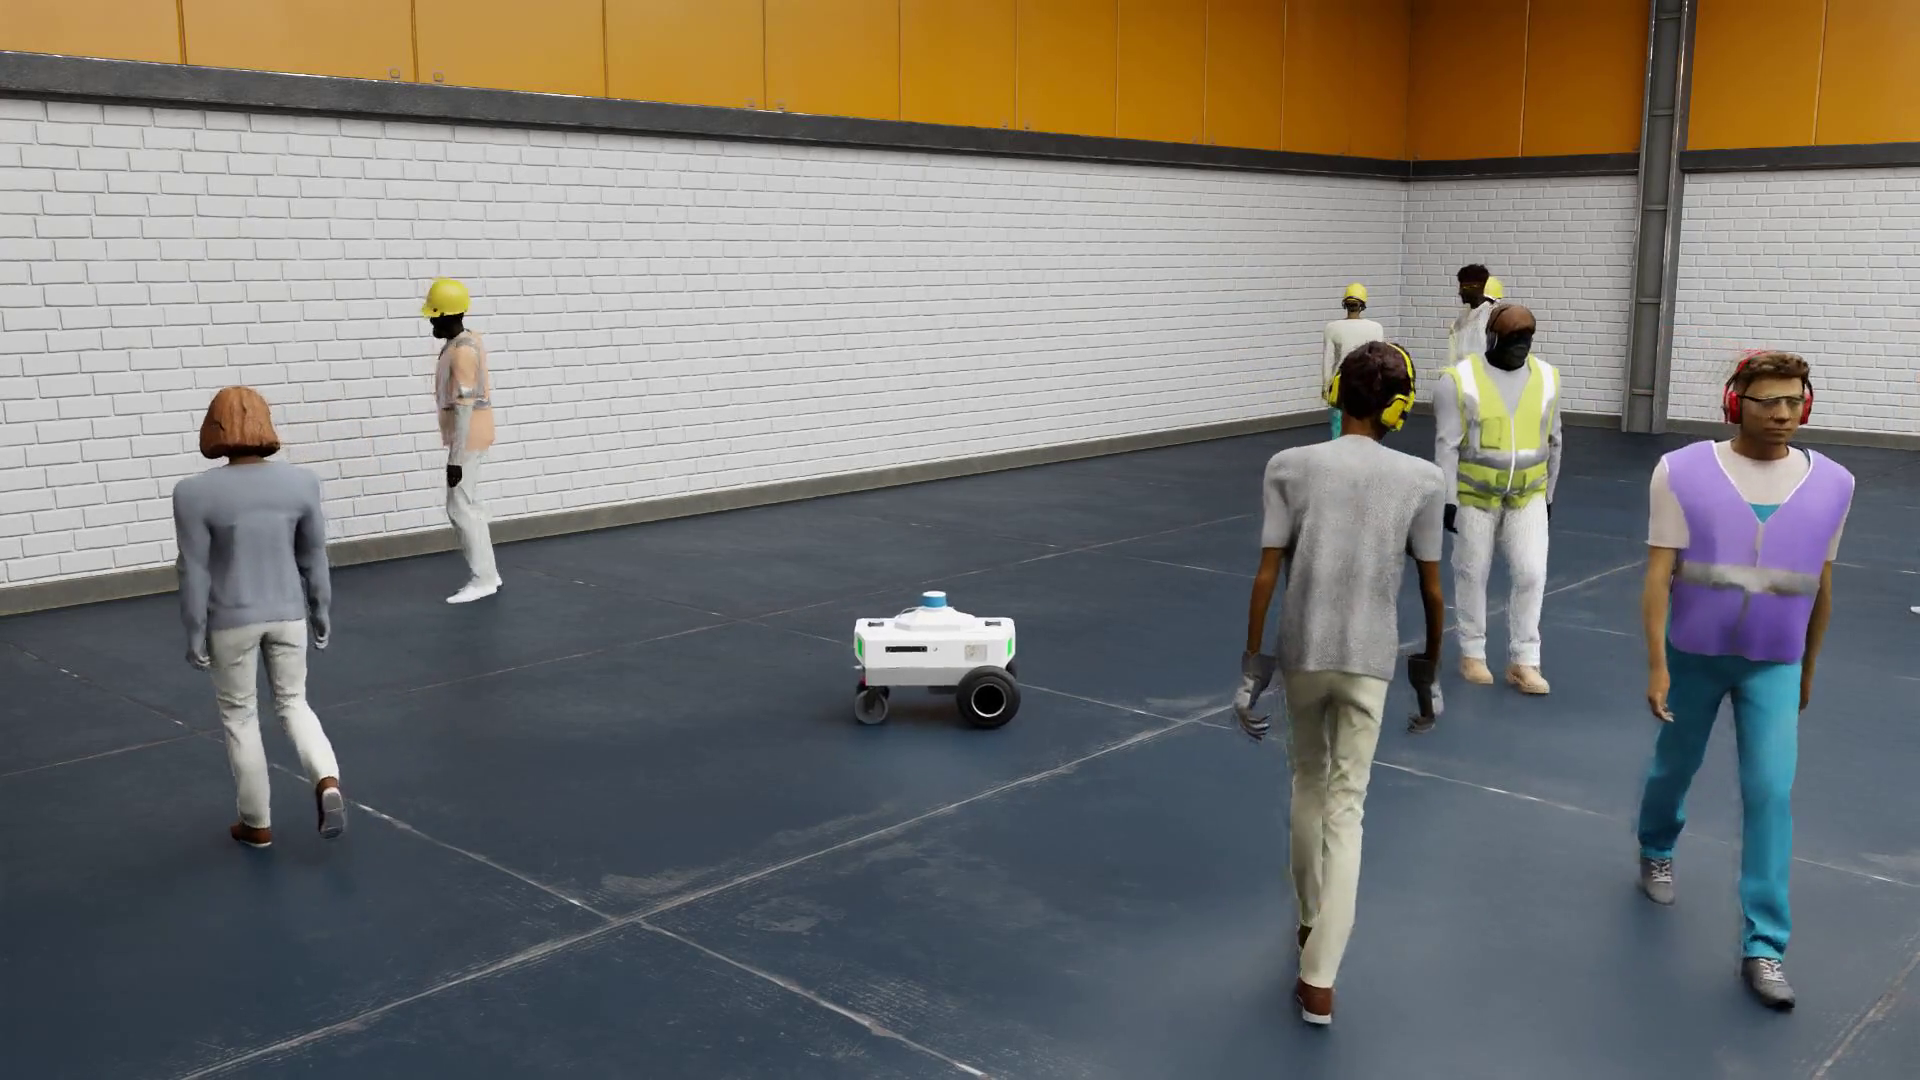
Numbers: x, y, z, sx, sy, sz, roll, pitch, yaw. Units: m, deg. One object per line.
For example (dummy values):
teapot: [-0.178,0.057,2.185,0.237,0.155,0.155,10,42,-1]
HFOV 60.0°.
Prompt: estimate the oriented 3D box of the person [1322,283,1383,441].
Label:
person: [3.448,-1.366,14.638,0.523,1.769,0.323,3,10,17]

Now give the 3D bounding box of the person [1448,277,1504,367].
person: [4.411,-1.289,14.007,0.588,1.835,0.404,7,12,37]

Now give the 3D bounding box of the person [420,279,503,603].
person: [-2.925,-0.566,9.824,0.361,1.905,0.630,-2,10,-13]

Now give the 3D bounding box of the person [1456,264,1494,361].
person: [4.323,-1.310,13.829,0.423,1.939,0.656,1,10,7]

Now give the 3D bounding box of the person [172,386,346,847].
person: [-2.363,0.289,5.650,0.524,1.618,0.502,10,14,43]

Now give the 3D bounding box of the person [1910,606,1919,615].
person: [5.585,-0.328,9.114,0.528,1.623,0.549,-7,12,-34]

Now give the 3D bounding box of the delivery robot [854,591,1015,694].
delivery robot: [-0.115,0.472,7.355,0.707,0.478,0.477,0,10,-1]

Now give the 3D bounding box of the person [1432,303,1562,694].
person: [2.529,-0.184,7.763,0.638,1.823,0.663,0,10,1]

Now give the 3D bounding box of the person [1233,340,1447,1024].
person: [1.067,0.359,4.655,0.559,1.814,0.835,3,11,19]

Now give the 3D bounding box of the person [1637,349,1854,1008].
person: [2.280,0.329,4.907,0.564,1.804,0.996,2,10,10]
